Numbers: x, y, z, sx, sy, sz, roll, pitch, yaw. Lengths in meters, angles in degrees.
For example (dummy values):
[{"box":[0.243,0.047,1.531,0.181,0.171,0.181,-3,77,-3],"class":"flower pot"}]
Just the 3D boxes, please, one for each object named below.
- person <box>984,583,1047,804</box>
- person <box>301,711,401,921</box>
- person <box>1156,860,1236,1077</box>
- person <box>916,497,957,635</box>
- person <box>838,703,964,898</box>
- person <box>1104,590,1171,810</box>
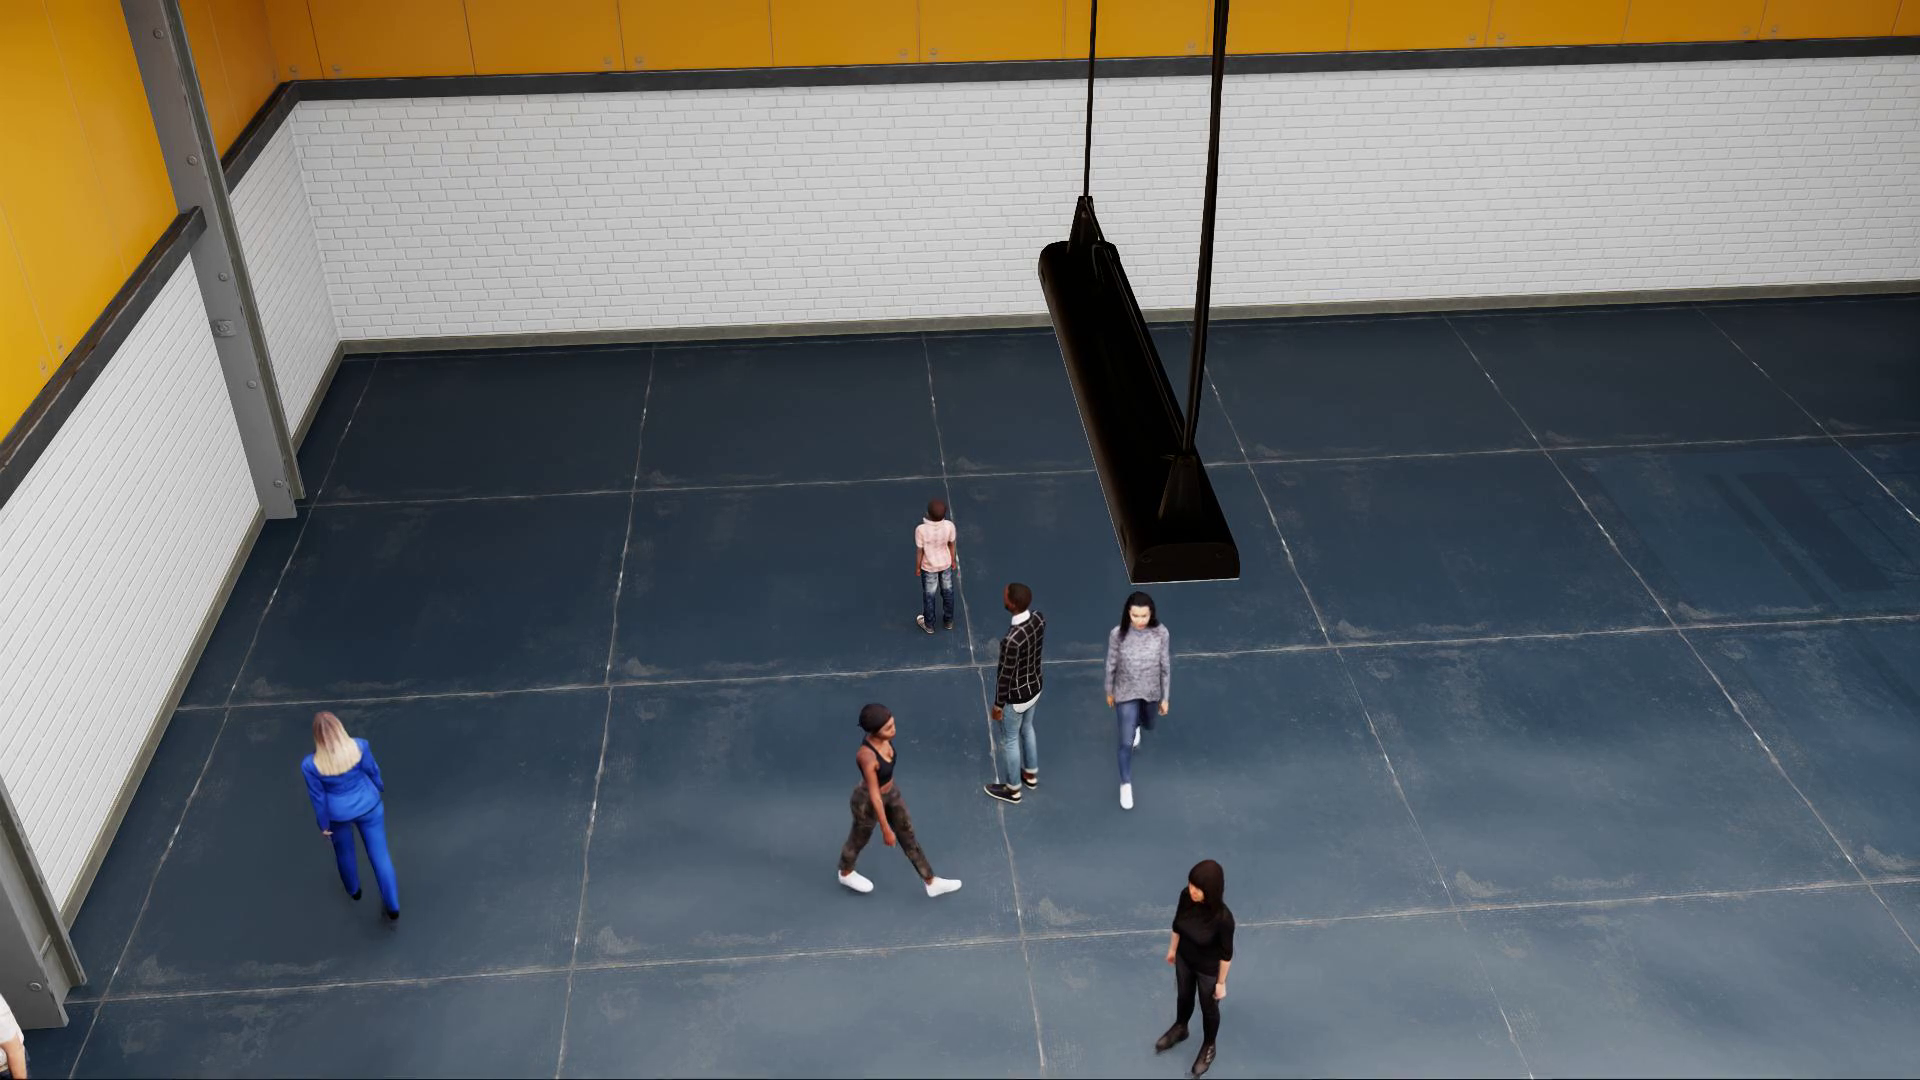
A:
[{"box":[0.439,1.096,11.958,0.823,1.818,0.729,19,38,26],"class":"person"},{"box":[-3.981,1.825,10.974,0.811,1.693,0.947,-17,37,-24],"class":"person"},{"box":[1.450,2.526,9.967,0.722,1.641,0.641,-28,43,-36],"class":"person"},{"box":[-0.196,0.197,13.774,0.545,1.305,0.560,-10,35,-15],"class":"person"},{"box":[-0.644,1.756,11.109,0.970,1.659,1.127,11,35,16],"class":"person"},{"box":[1.298,1.055,12.119,0.618,1.708,1.043,-2,34,-2],"class":"person"}]
